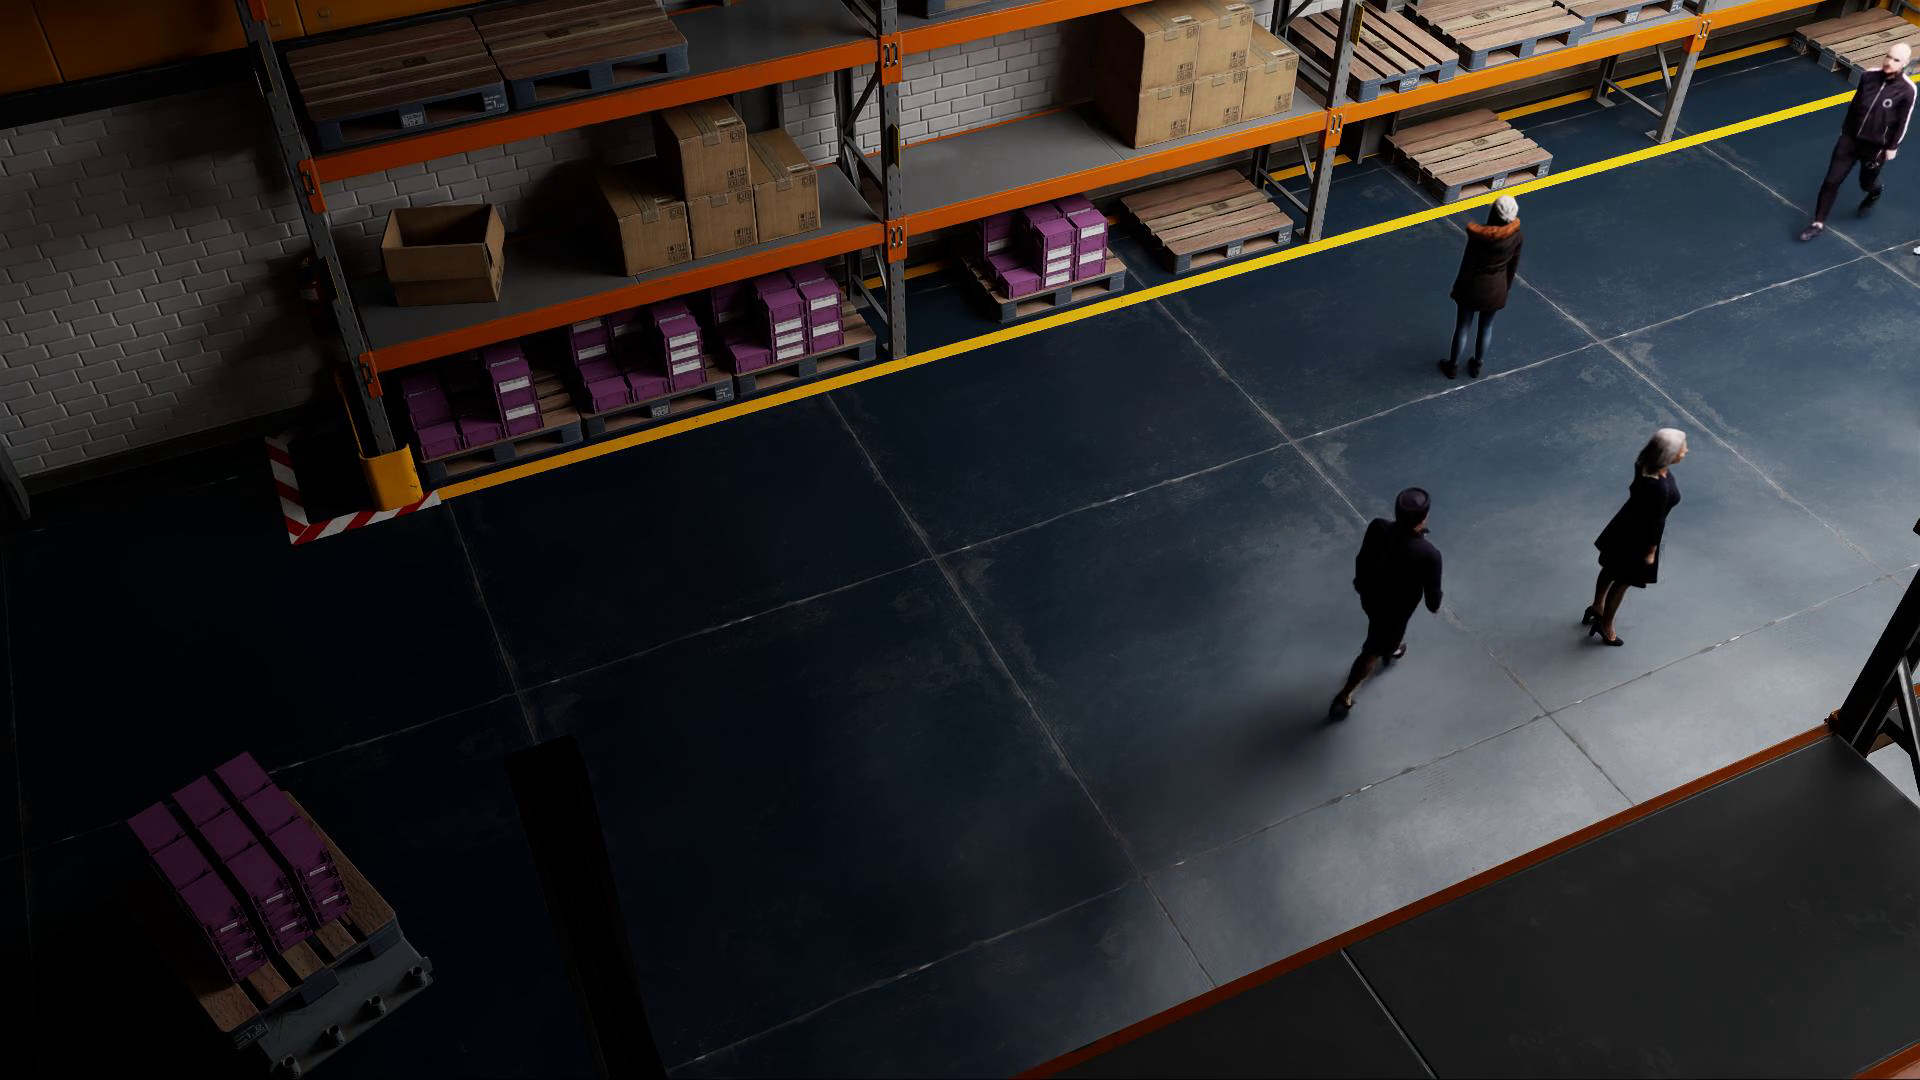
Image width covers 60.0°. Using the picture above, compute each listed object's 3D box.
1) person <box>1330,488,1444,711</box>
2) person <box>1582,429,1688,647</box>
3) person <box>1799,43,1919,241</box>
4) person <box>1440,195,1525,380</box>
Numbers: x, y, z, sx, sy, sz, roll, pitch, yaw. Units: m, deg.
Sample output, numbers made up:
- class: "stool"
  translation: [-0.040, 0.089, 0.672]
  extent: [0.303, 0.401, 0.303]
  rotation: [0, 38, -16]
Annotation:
- class: "person"
  translation: [2.628, 0.423, 10.316]
  extent: [1.134, 1.631, 0.834]
  rotation: [-28, 50, -26]
- class: "person"
  translation: [4.359, -0.030, 10.708]
  extent: [0.701, 1.747, 0.686]
  rotation: [1, 44, 1]
- class: "person"
  translation: [7.798, -3.421, 14.225]
  extent: [1.215, 1.806, 0.858]
  rotation: [-28, 50, -26]
- class: "person"
  translation: [4.027, -1.944, 12.799]
  extent: [0.677, 1.634, 0.781]
  rotation: [-1, 44, -2]
